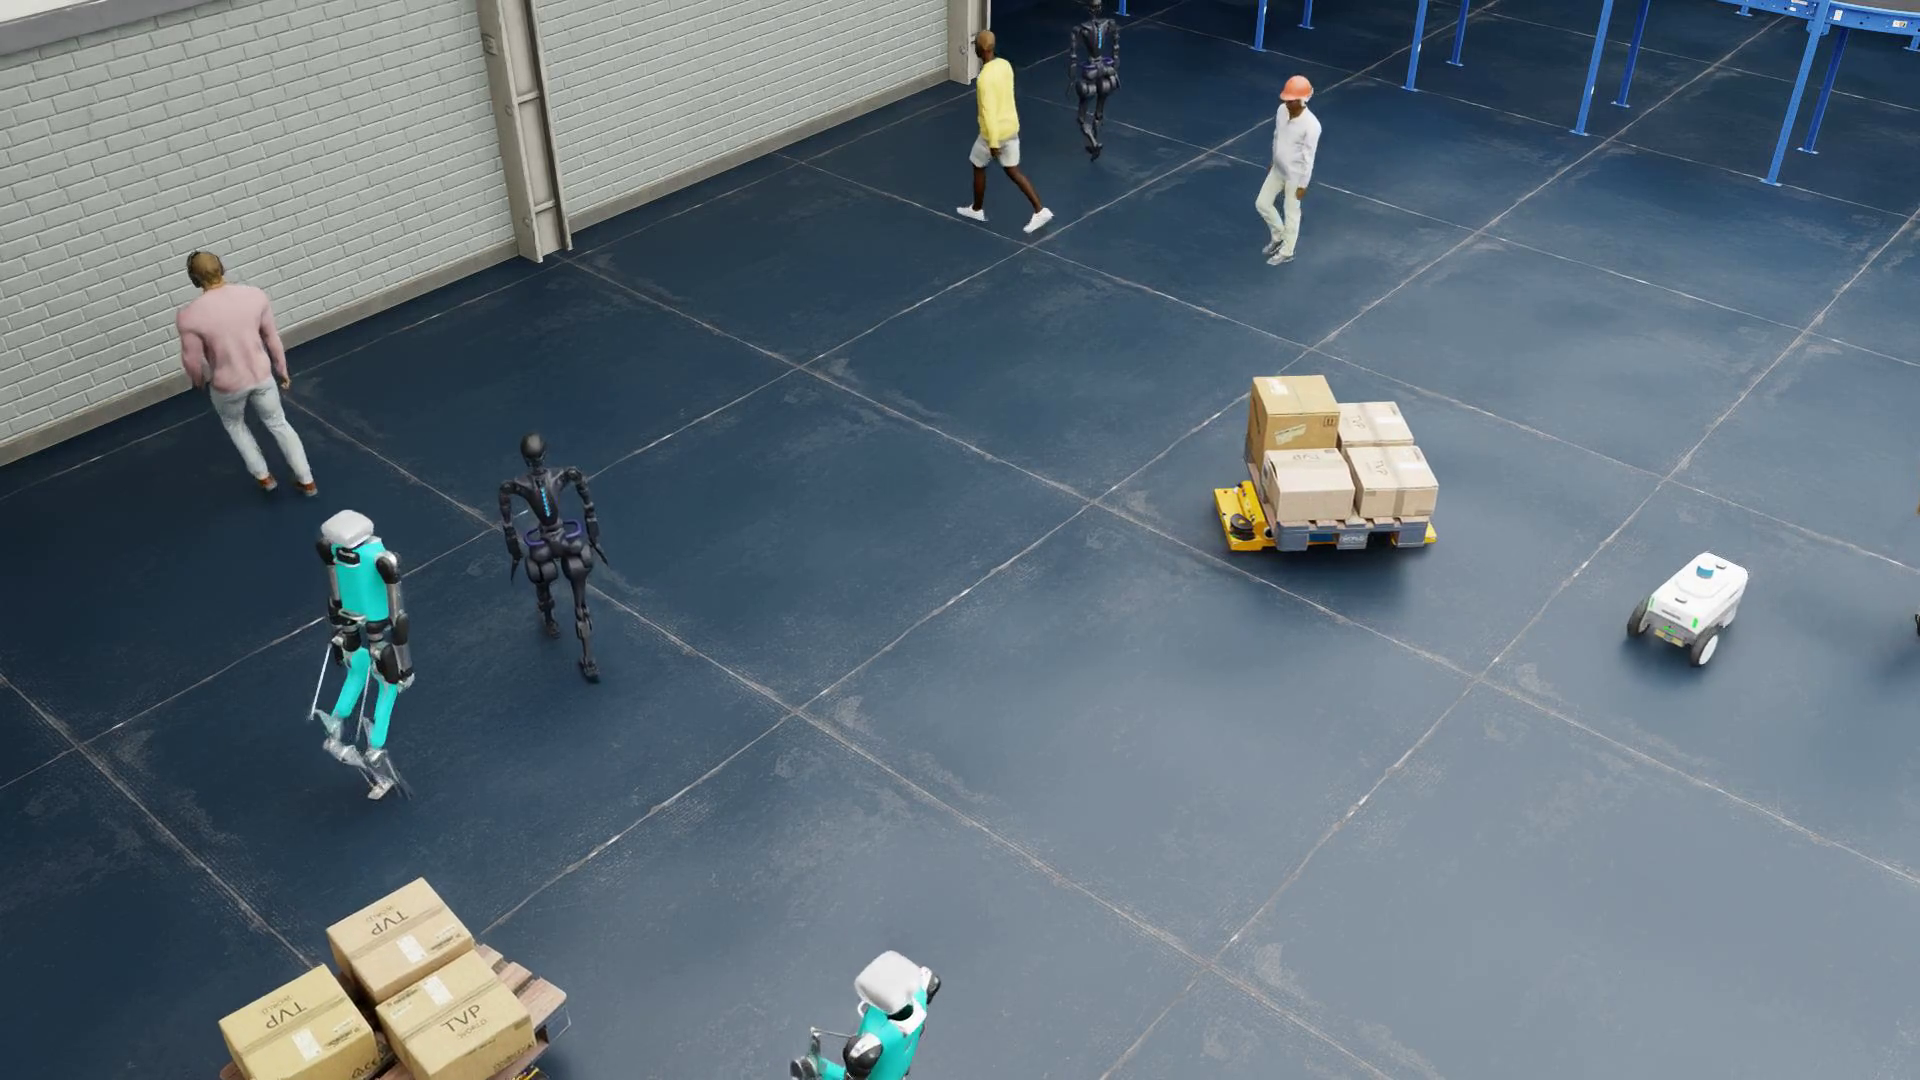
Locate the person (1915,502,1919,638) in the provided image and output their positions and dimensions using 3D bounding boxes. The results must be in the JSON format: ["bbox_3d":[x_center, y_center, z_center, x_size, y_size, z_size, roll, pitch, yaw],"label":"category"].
[{"bbox_3d":[6.240,-0.177,10.306,0.669,1.803,0.659,-29,45,-34],"label":"person"}]

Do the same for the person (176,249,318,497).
[{"bbox_3d":[-4.974,-1.109,11.526,0.536,1.882,0.655,29,45,34],"label":"person"}]

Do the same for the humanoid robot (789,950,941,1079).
[{"bbox_3d":[-0.536,2.254,6.968,1.042,1.712,0.541,21,40,26],"label":"humanoid robot"}]

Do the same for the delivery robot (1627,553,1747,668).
[{"bbox_3d":[4.674,0.393,10.576,0.769,0.580,0.499,-29,44,-34],"label":"delivery robot"}]

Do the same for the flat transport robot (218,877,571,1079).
[{"bbox_3d":[-2.625,2.523,7.844,1.431,0.231,0.659,21,41,27],"label":"flat transport robot"}]

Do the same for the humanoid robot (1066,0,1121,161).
[{"bbox_3d":[1.392,-4.621,16.658,0.588,1.641,0.506,-14,38,-18],"label":"humanoid robot"}]

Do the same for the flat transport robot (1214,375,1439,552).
[{"bbox_3d":[2.554,-0.205,11.676,1.431,0.231,0.659,-2,36,-3],"label":"flat transport robot"}]

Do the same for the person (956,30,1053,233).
[{"bbox_3d":[0.427,-3.751,15.314,0.969,1.837,0.550,23,41,29],"label":"person"}]

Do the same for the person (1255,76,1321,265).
[{"bbox_3d":[2.885,-3.252,14.682,0.391,1.736,0.589,-17,39,-22],"label":"person"}]

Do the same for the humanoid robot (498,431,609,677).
[{"bbox_3d":[-2.470,0.031,10.157,0.596,1.626,0.755,-12,37,-17],"label":"humanoid robot"}]

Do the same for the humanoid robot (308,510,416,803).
[{"bbox_3d":[-3.321,0.755,9.099,0.540,1.812,0.748,16,38,21],"label":"humanoid robot"}]
